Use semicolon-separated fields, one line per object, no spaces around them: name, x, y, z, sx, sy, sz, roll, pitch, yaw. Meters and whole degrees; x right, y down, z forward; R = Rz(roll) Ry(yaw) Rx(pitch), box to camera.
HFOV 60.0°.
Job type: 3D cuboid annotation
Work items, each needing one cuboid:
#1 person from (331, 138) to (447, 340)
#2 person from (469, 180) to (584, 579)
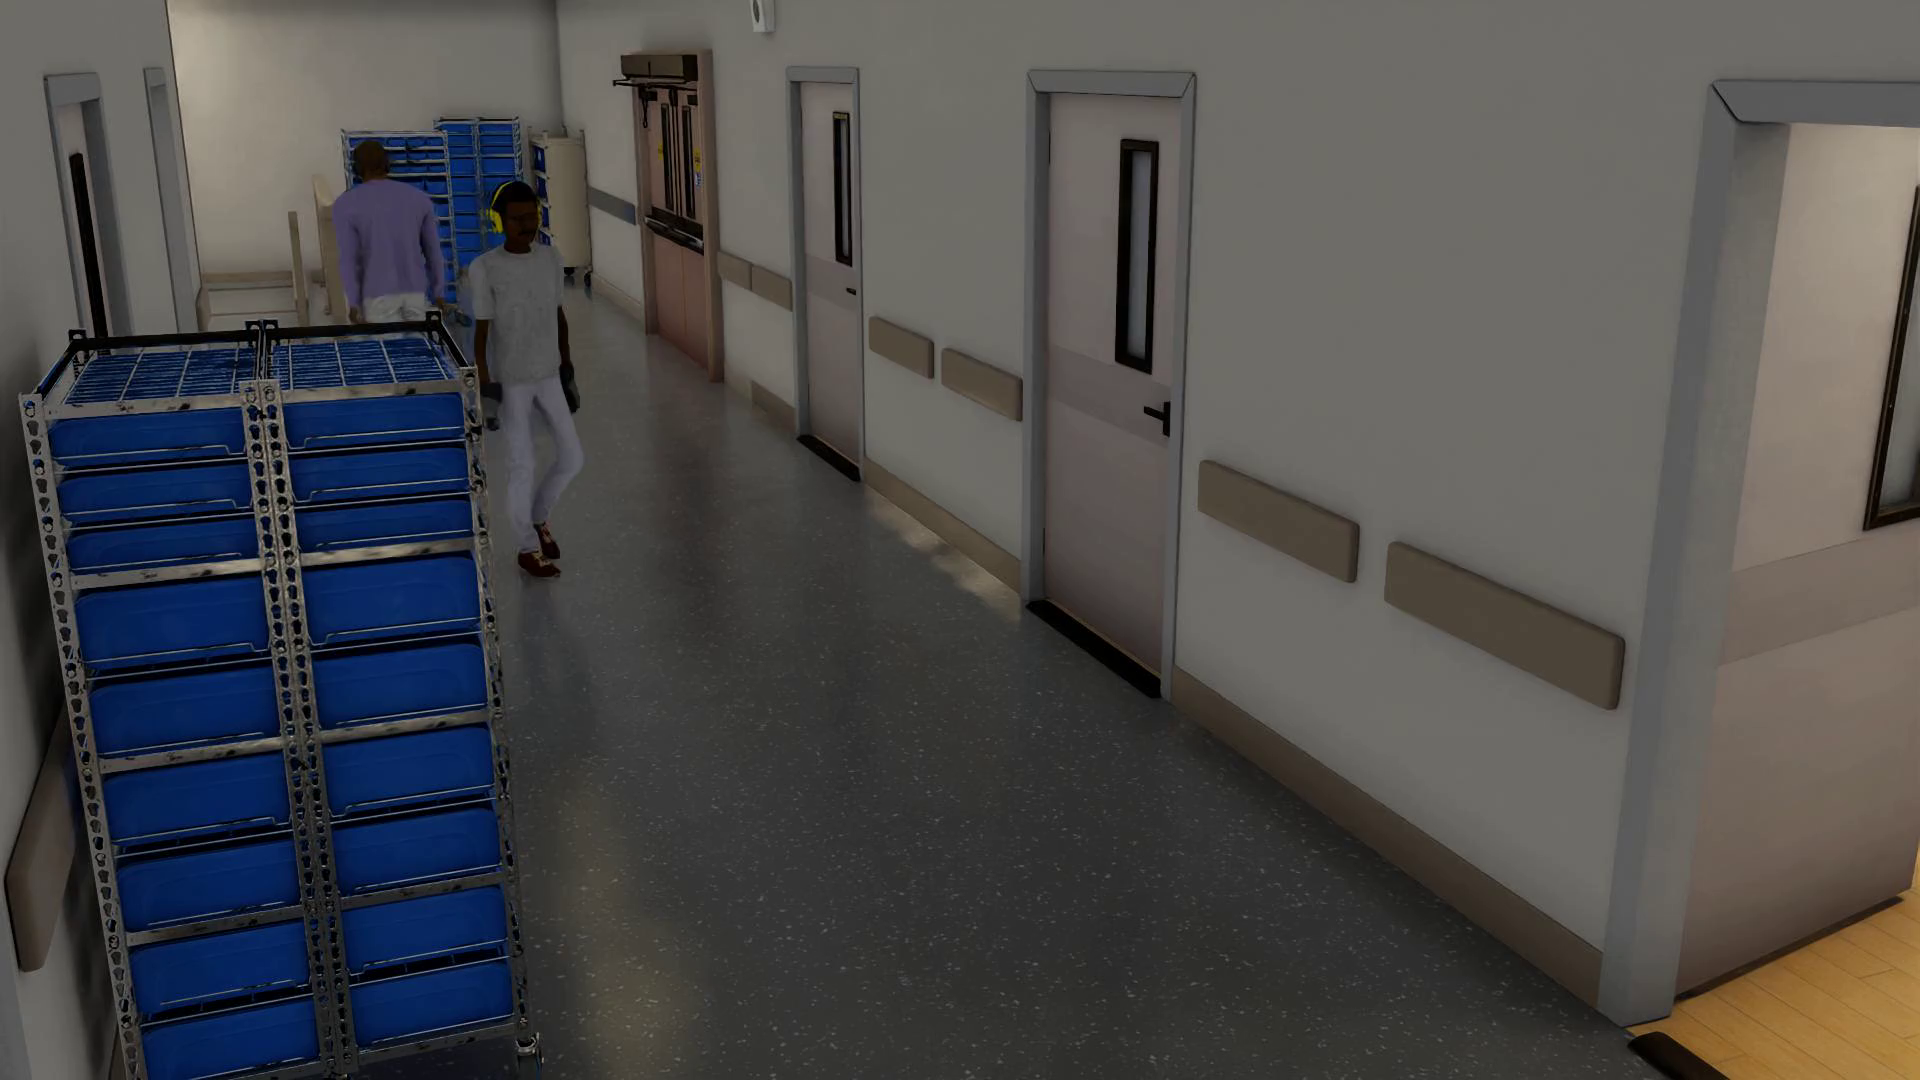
person;-3.526;-1.515;10.339;0.638;1.914;0.481;-15;22;-41
person;-1.983;-0.724;7.692;0.402;1.852;0.547;15;22;41
